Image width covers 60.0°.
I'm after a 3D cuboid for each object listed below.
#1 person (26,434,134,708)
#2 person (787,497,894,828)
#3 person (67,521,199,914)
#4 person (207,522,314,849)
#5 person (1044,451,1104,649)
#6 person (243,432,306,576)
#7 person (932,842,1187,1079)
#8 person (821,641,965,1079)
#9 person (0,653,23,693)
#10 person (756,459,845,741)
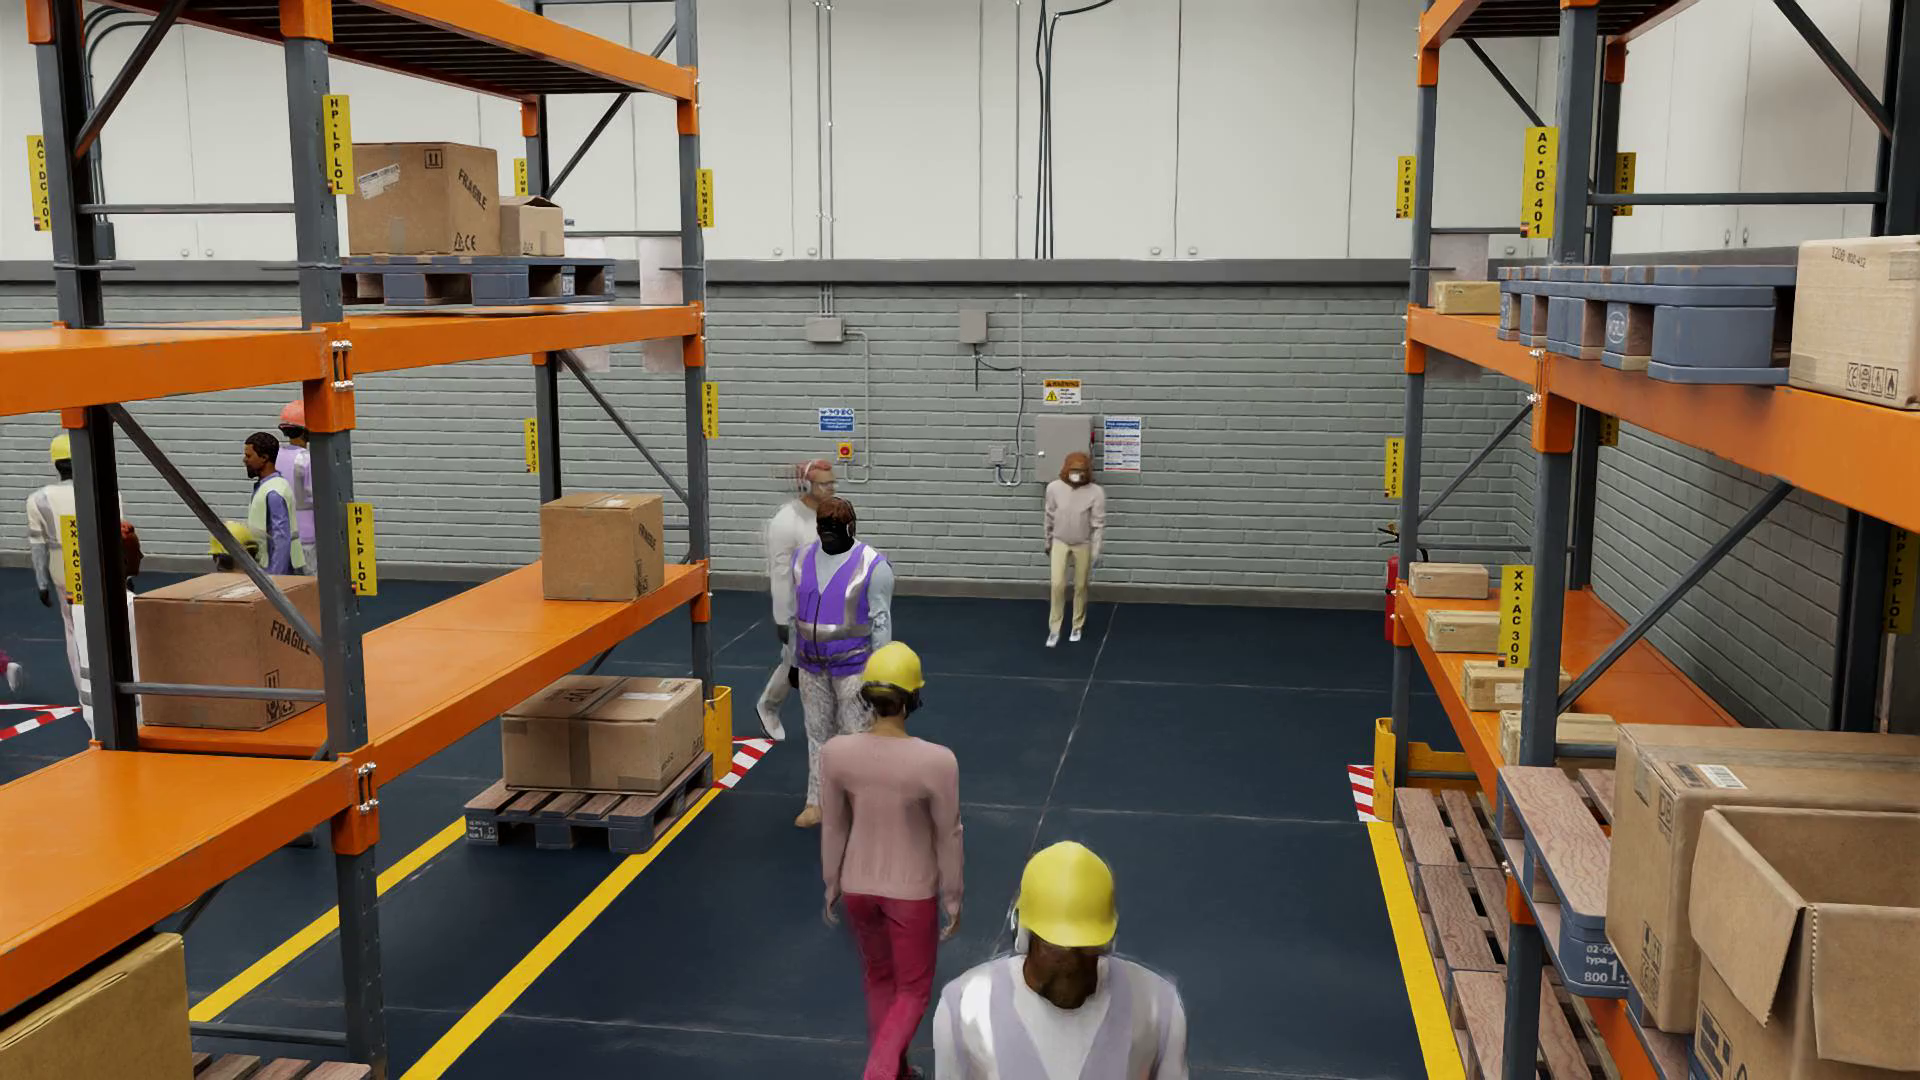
[{"bbox_3d":[-6.054,0.227,11.478,0.626,1.911,0.511,-4,10,-25],"label":"person"},{"bbox_3d":[-0.665,0.674,8.990,0.628,1.837,0.429,5,10,27],"label":"person"},{"bbox_3d":[-3.905,0.841,7.800,0.575,1.882,0.355,6,11,33],"label":"person"},{"bbox_3d":[-3.728,0.772,8.659,0.688,1.735,0.587,3,10,18],"label":"person"},{"bbox_3d":[0.906,0.069,13.404,0.505,1.590,0.660,2,9,13],"label":"person"},{"bbox_3d":[-4.795,0.199,11.647,0.385,1.918,0.596,-5,11,-29],"label":"person"},{"bbox_3d":[0.231,1.534,3.773,0.608,1.804,0.818,0,9,-2],"label":"person"},{"bbox_3d":[-0.270,1.234,5.793,0.535,1.748,0.727,4,10,23],"label":"person"},{"bbox_3d":[-7.035,0.378,11.524,0.770,1.599,0.500,-1,9,-4],"label":"person"},{"bbox_3d":[-0.939,0.413,10.449,0.646,1.874,0.913,-9,13,-42],"label":"person"}]
